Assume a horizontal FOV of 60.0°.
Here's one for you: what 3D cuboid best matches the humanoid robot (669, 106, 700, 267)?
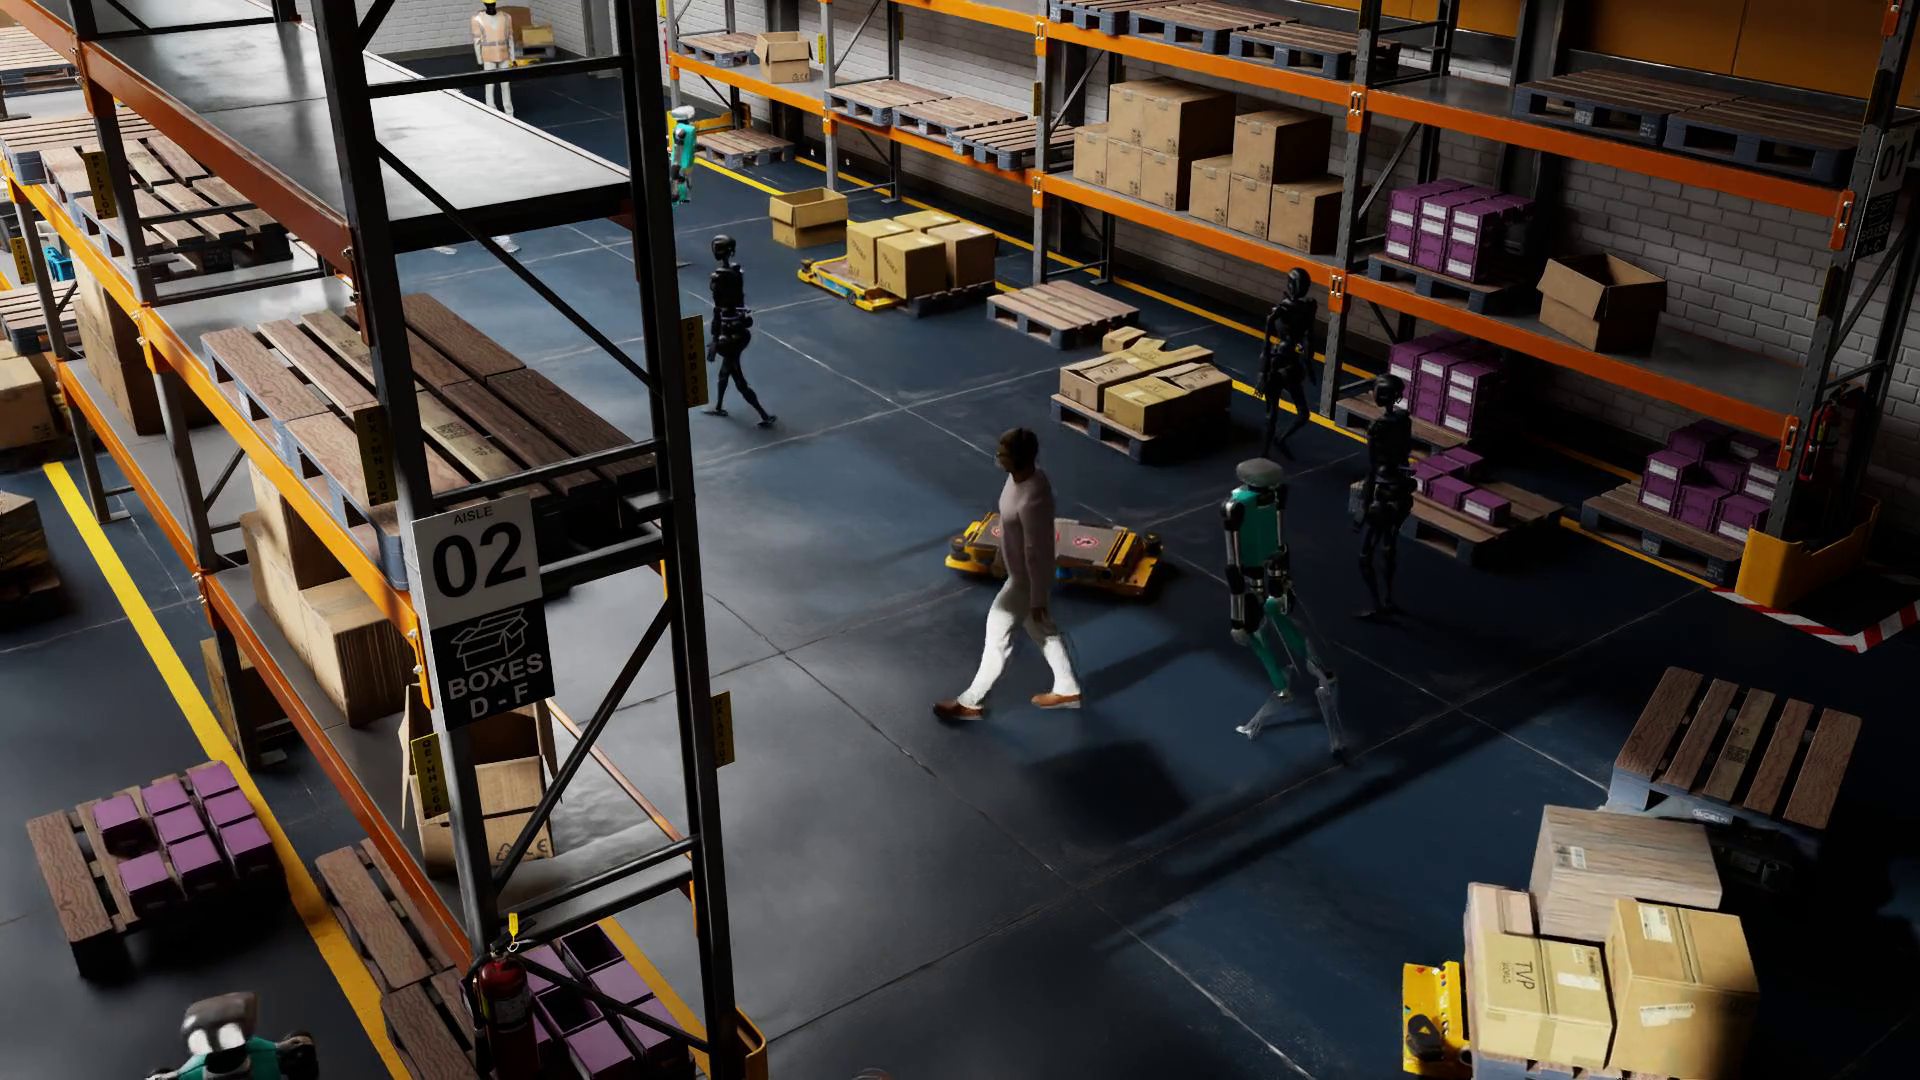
[{"bbox_3d":[-3.176,-3.735,17.750,0.844,1.751,0.629,5,27,10],"label":"humanoid robot"}]

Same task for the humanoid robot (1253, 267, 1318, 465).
[{"bbox_3d":[2.559,-1.354,13.103,0.613,1.646,0.346,-18,32,-32],"label":"humanoid robot"}]

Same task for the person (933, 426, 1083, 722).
[{"bbox_3d":[0.328,0.209,9.778,0.931,1.890,0.644,0,27,-1],"label":"person"}]

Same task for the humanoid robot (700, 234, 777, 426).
[{"bbox_3d":[-1.912,-1.742,13.955,0.769,1.643,0.611,8,28,15],"label":"humanoid robot"}]

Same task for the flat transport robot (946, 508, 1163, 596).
[{"bbox_3d":[0.677,0.081,11.826,1.431,0.231,0.659,8,28,16],"label":"flat transport robot"}]

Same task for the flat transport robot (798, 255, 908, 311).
[{"bbox_3d":[-1.044,-2.702,17.363,0.659,0.231,1.431,-18,32,-32],"label":"flat transport robot"}]

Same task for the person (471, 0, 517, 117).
[{"bbox_3d":[-6.685,-6.961,23.989,0.587,1.927,0.382,-14,30,-26],"label":"person"}]

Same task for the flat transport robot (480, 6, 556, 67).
[{"bbox_3d":[-7.453,-8.089,28.078,0.659,0.231,1.431,-7,28,-14],"label":"flat transport robot"}]

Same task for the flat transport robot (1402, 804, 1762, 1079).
[{"bbox_3d":[2.751,2.235,7.542,1.431,0.231,0.659,6,27,12],"label":"flat transport robot"}]

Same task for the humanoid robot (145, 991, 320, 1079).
[{"bbox_3d":[-2.484,2.218,5.954,0.543,1.788,0.782,-11,29,-20],"label":"humanoid robot"}]

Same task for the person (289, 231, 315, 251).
[{"bbox_3d":[-5.695,-2.077,14.492,0.673,1.722,0.577,4,27,7],"label":"person"}]

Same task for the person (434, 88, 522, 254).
[{"bbox_3d":[-5.430,-4.034,18.214,1.072,1.879,0.490,10,28,19],"label":"person"}]

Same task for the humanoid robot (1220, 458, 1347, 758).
[{"bbox_3d":[1.925,0.477,9.447,1.006,1.774,0.557,24,35,39],"label":"humanoid robot"}]

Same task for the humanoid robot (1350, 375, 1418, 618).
[{"bbox_3d":[2.820,-0.281,10.981,0.399,1.639,0.611,20,33,35],"label":"humanoid robot"}]
